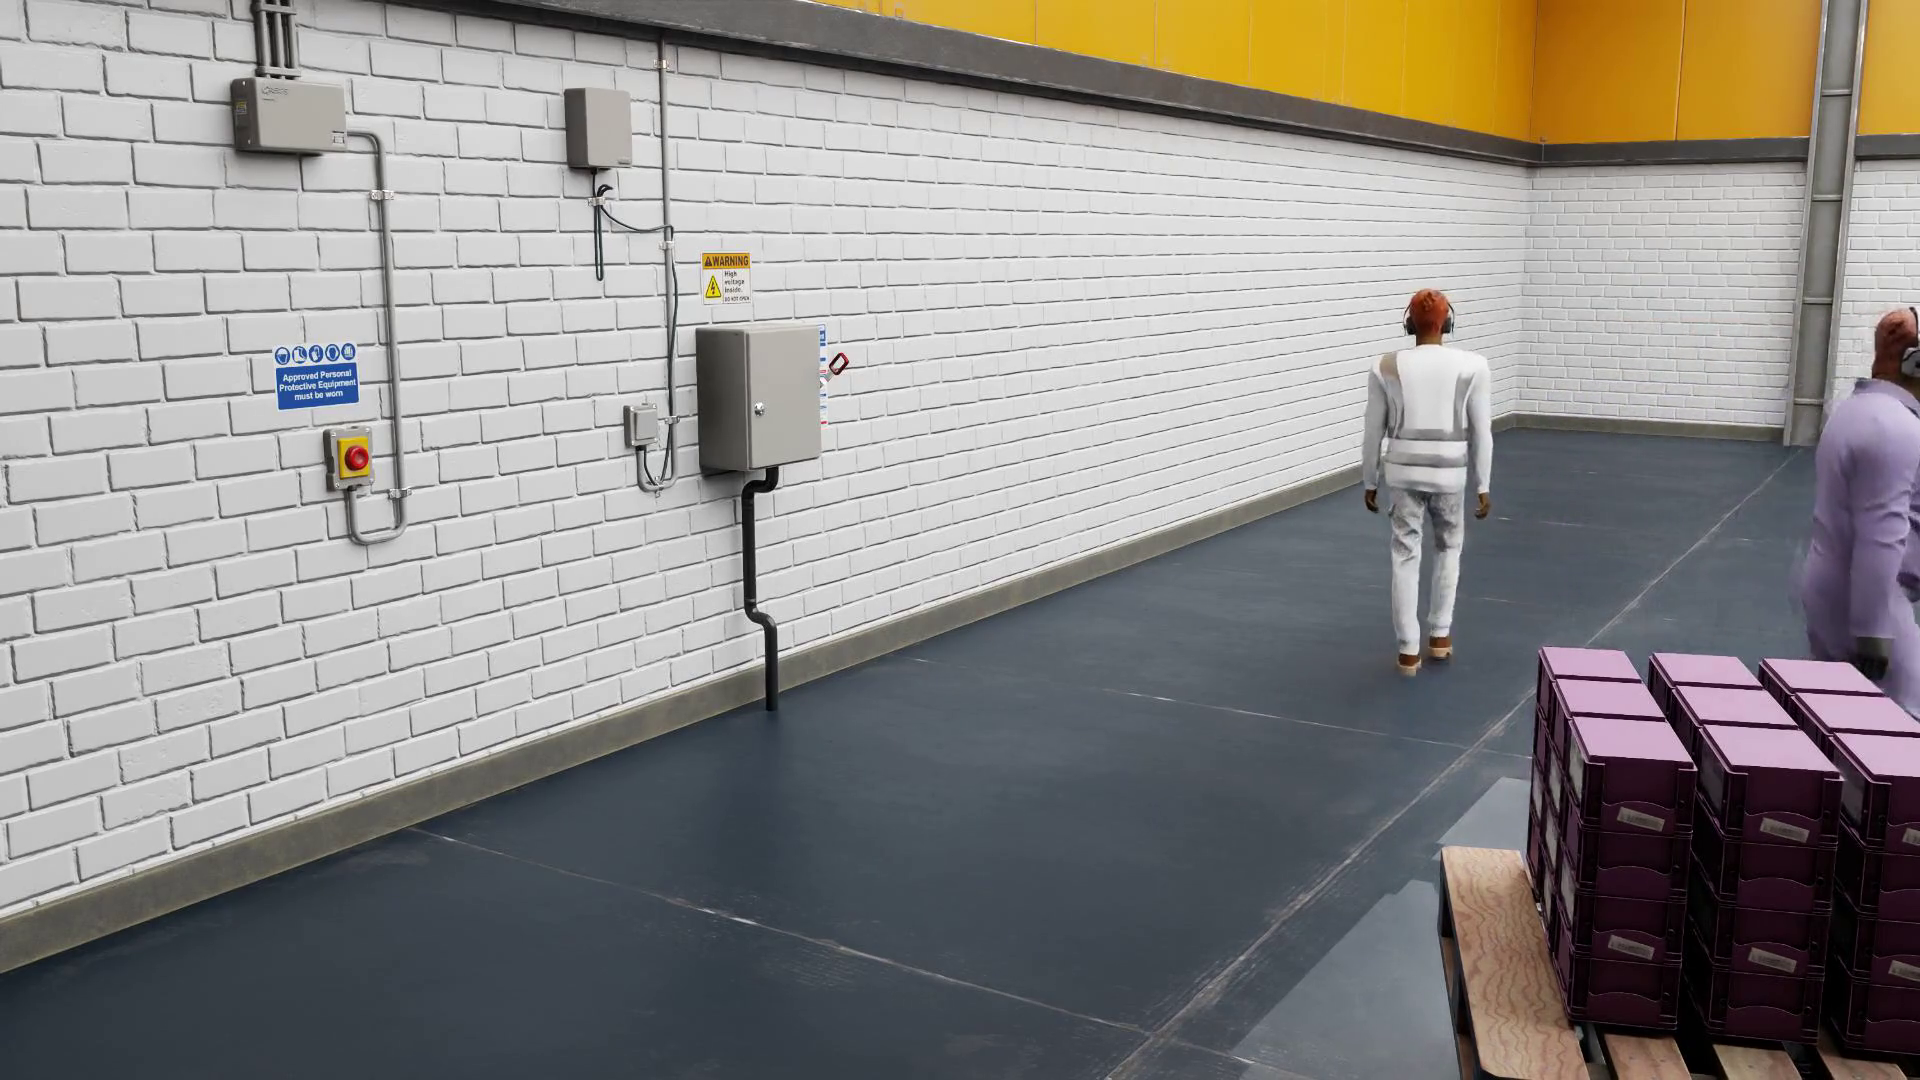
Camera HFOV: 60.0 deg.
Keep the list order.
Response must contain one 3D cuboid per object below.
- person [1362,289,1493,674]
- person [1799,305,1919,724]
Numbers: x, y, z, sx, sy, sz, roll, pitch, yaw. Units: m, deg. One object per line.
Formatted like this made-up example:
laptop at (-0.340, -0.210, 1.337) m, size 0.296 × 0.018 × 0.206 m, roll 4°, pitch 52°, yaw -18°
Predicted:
person at (2.301, -0.299, 8.211) m, size 0.622 × 1.858 × 0.720 m, roll 3°, pitch 11°, yaw 15°
person at (2.875, 0.216, 5.259) m, size 0.419 × 1.898 × 0.694 m, roll 4°, pitch 11°, yaw 19°
